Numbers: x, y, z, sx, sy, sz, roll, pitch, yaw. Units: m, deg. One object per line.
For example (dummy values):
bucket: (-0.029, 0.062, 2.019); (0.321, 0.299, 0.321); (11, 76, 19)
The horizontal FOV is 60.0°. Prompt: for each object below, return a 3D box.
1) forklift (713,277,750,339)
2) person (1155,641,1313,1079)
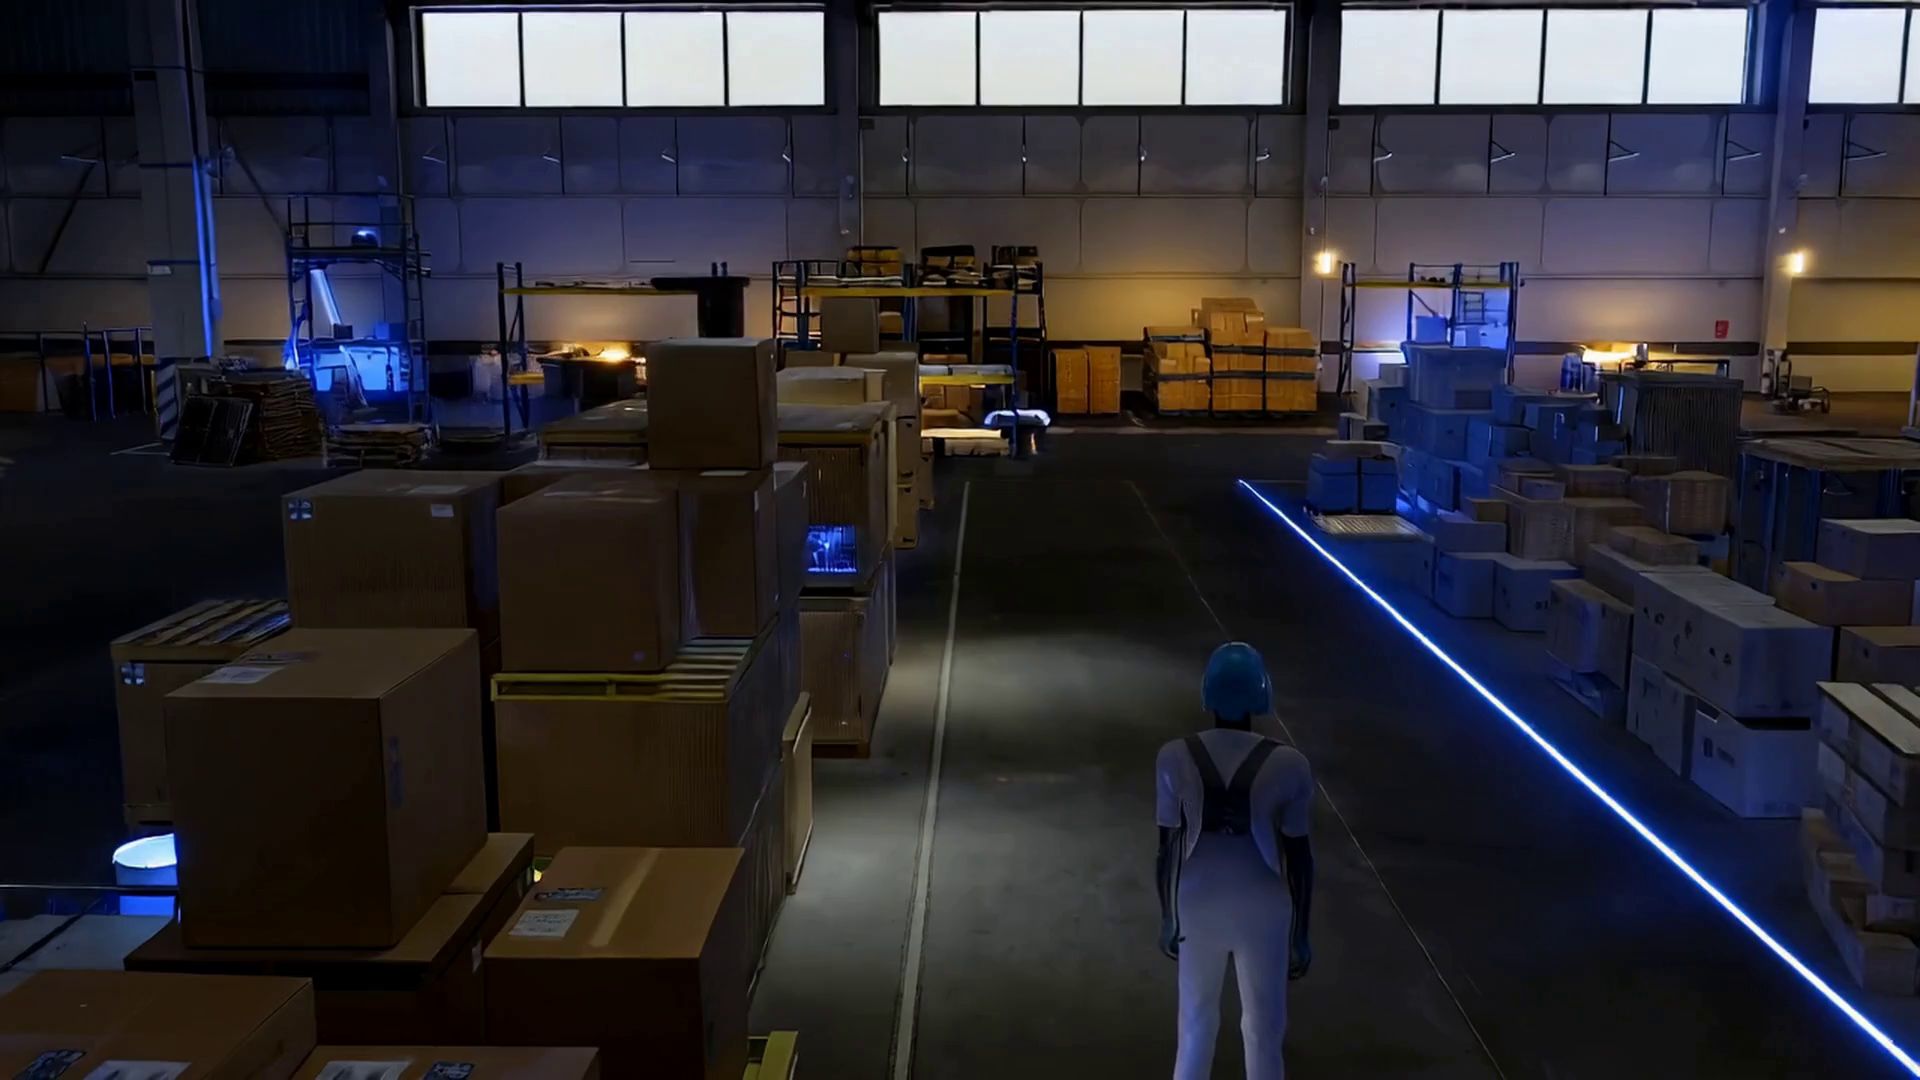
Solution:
forklift: (-3.292, -2.404, 24.038); (1.873, 2.768, 1.129); (0, 9, 1)
person: (0.876, 1.236, 5.347); (0.505, 1.840, 0.344); (3, 10, 19)
